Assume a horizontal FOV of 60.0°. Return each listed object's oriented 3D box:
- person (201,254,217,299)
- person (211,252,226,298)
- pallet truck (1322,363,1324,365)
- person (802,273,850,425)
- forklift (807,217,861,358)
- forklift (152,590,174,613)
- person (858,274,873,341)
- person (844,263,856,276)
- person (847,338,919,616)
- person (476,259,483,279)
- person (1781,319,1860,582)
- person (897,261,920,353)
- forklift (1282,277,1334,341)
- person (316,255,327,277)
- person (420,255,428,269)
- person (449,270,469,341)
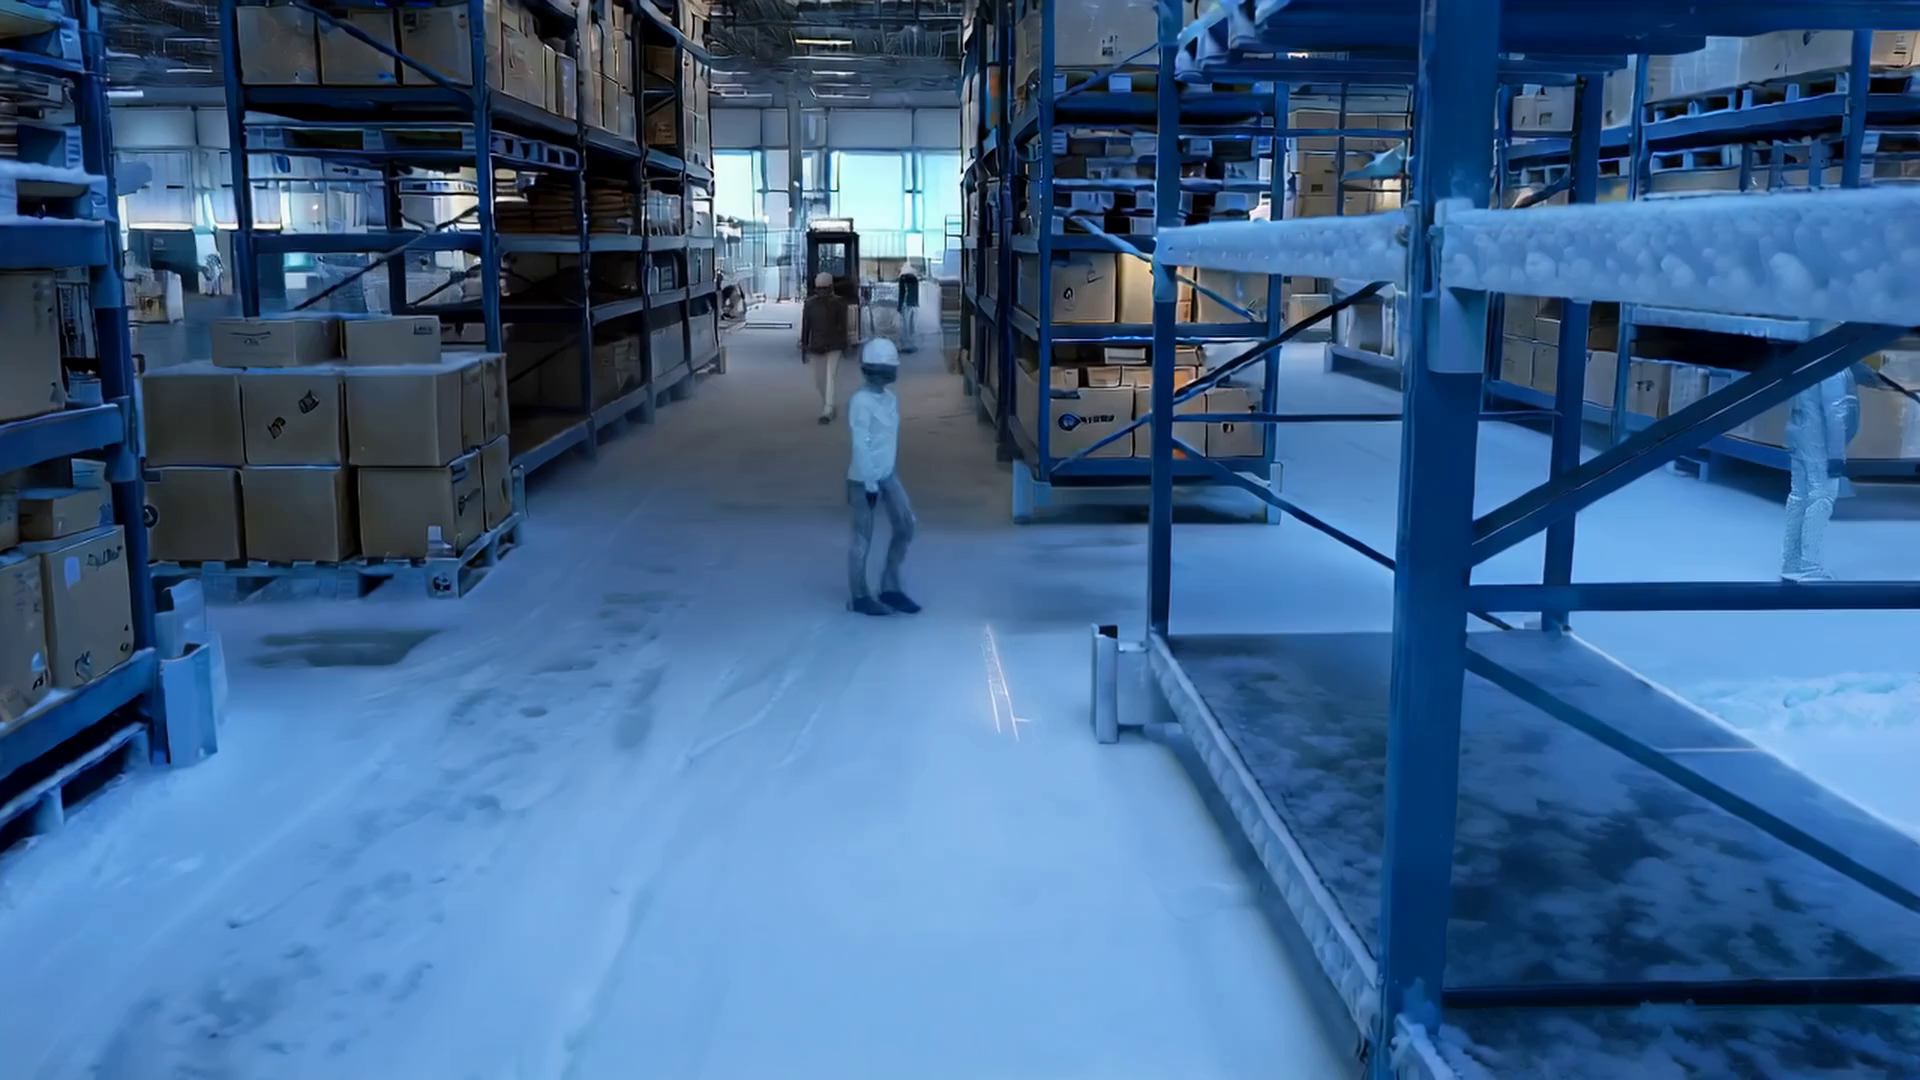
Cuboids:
[{"bbox_3d":[-30.652,-10.740,67.898,0.450,1.821,0.646,1,10,7],"label":"person"},{"bbox_3d":[-30.655,-10.945,68.841,0.687,1.897,0.603,2,10,12],"label":"person"},{"bbox_3d":[7.712,-4.157,30.737,1.885,1.965,0.823,3,11,16],"label":"pallet truck"},{"bbox_3d":[-1.730,-2.493,21.614,0.620,1.958,0.971,2,10,9],"label":"person"},{"bbox_3d":[-2.599,-5.150,33.809,1.129,2.768,1.873,0,10,-2],"label":"forklift"},{"bbox_3d":[-5.858,-0.811,9.639,1.873,2.768,1.129,-1,10,-3],"label":"forklift"},{"bbox_3d":[-2.189,-5.257,37.959,0.517,1.597,0.800,-8,13,-36],"label":"person"},{"bbox_3d":[-4.062,-9.776,62.425,0.606,1.877,0.994,6,12,29],"label":"person"},{"bbox_3d":[-0.460,-0.378,10.350,0.551,1.745,0.555,5,11,25],"label":"person"},{"bbox_3d":[-16.750,-9.122,58.621,0.585,1.922,0.390,-6,12,-29],"label":"person"},{"bbox_3d":[5.850,-0.619,11.268,0.407,1.913,0.641,1,10,5],"label":"person"},{"bbox_3d":[-1.096,-4.896,35.038,0.387,1.932,0.639,8,13,37],"label":"person"},{"bbox_3d":[8.671,-6.134,39.291,1.873,2.768,1.129,0,10,-2],"label":"forklift"},{"bbox_3d":[-24.832,-10.151,64.634,0.988,1.814,0.534,4,11,22],"label":"person"},{"bbox_3d":[-17.822,-8.526,55.395,0.354,1.883,0.572,-3,11,-16],"label":"person"},{"bbox_3d":[-11.600,-5.377,38.415,0.537,1.687,0.470,10,14,43],"label":"person"}]
